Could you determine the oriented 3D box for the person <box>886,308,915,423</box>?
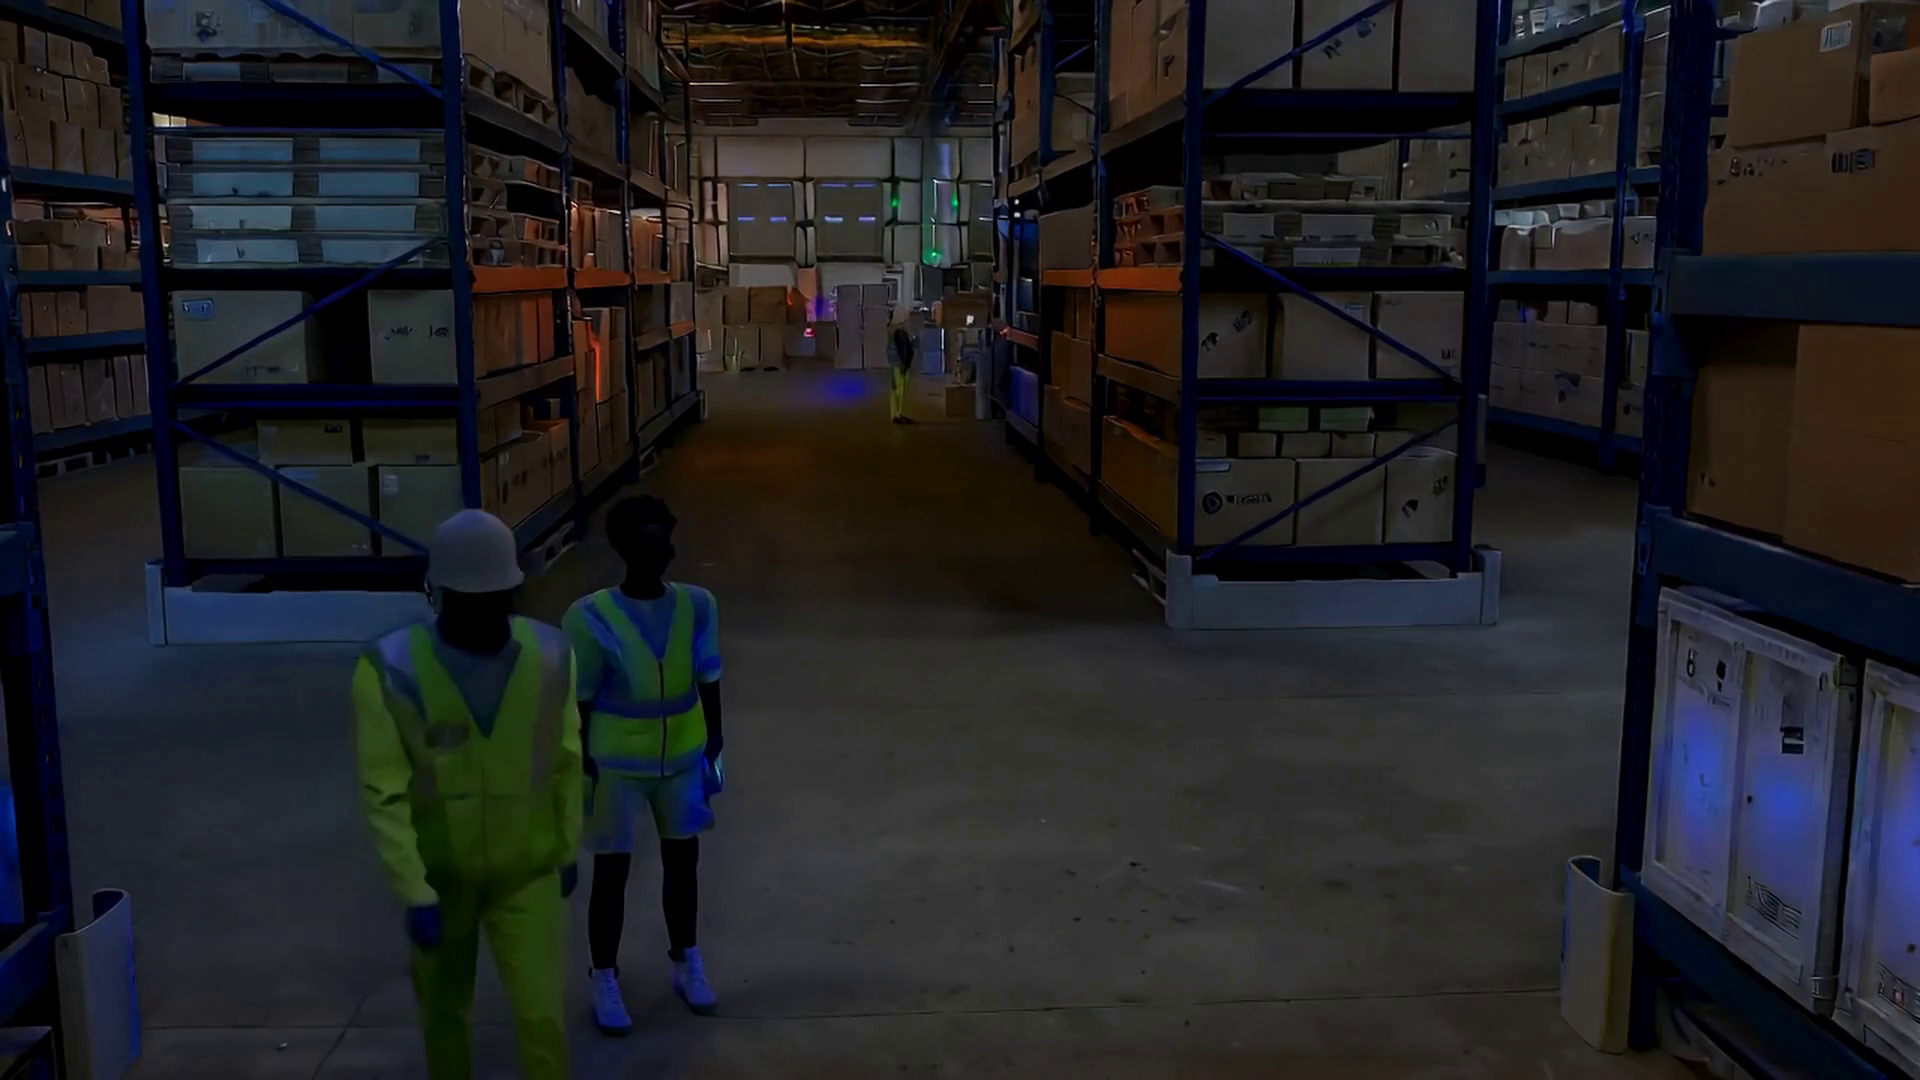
[{"bbox_3d":[-0.952,-2.784,26.572,0.429,1.842,0.626,-3,10,-19],"label":"person"}]

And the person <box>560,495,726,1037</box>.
[{"bbox_3d":[-0.981,0.694,5.209,0.536,1.692,0.319,-6,11,-33],"label":"person"}]

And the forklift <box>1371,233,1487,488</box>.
[{"bbox_3d":[5.128,-2.048,18.693,1.129,2.768,1.873,-1,9,-4],"label":"forklift"}]

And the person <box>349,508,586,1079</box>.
[{"bbox_3d":[-1.160,0.818,4.113,0.585,1.785,0.880,-5,10,-28],"label":"person"}]

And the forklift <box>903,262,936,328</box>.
[{"bbox_3d":[-1.796,-8.346,58.236,1.873,2.768,1.129,0,9,3],"label":"forklift"}]

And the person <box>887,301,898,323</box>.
[{"bbox_3d":[-1.891,-5.859,46.502,0.310,1.640,0.514,1,9,8],"label":"person"}]

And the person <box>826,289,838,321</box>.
[{"bbox_3d":[-4.431,-7.592,56.613,0.732,1.900,0.553,5,11,31],"label":"person"}]

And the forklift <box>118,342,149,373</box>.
[{"bbox_3d":[-15.706,-4.044,31.220,1.129,2.768,1.873,-1,9,-4],"label":"forklift"}]

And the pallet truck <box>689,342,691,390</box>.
[{"bbox_3d":[-5.225,-3.008,27.480,1.885,1.965,0.823,2,9,14],"label":"pallet truck"}]

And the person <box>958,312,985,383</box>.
[{"bbox_3d":[0.220,-3.585,32.224,0.514,1.641,0.309,0,9,-2],"label":"person"}]
